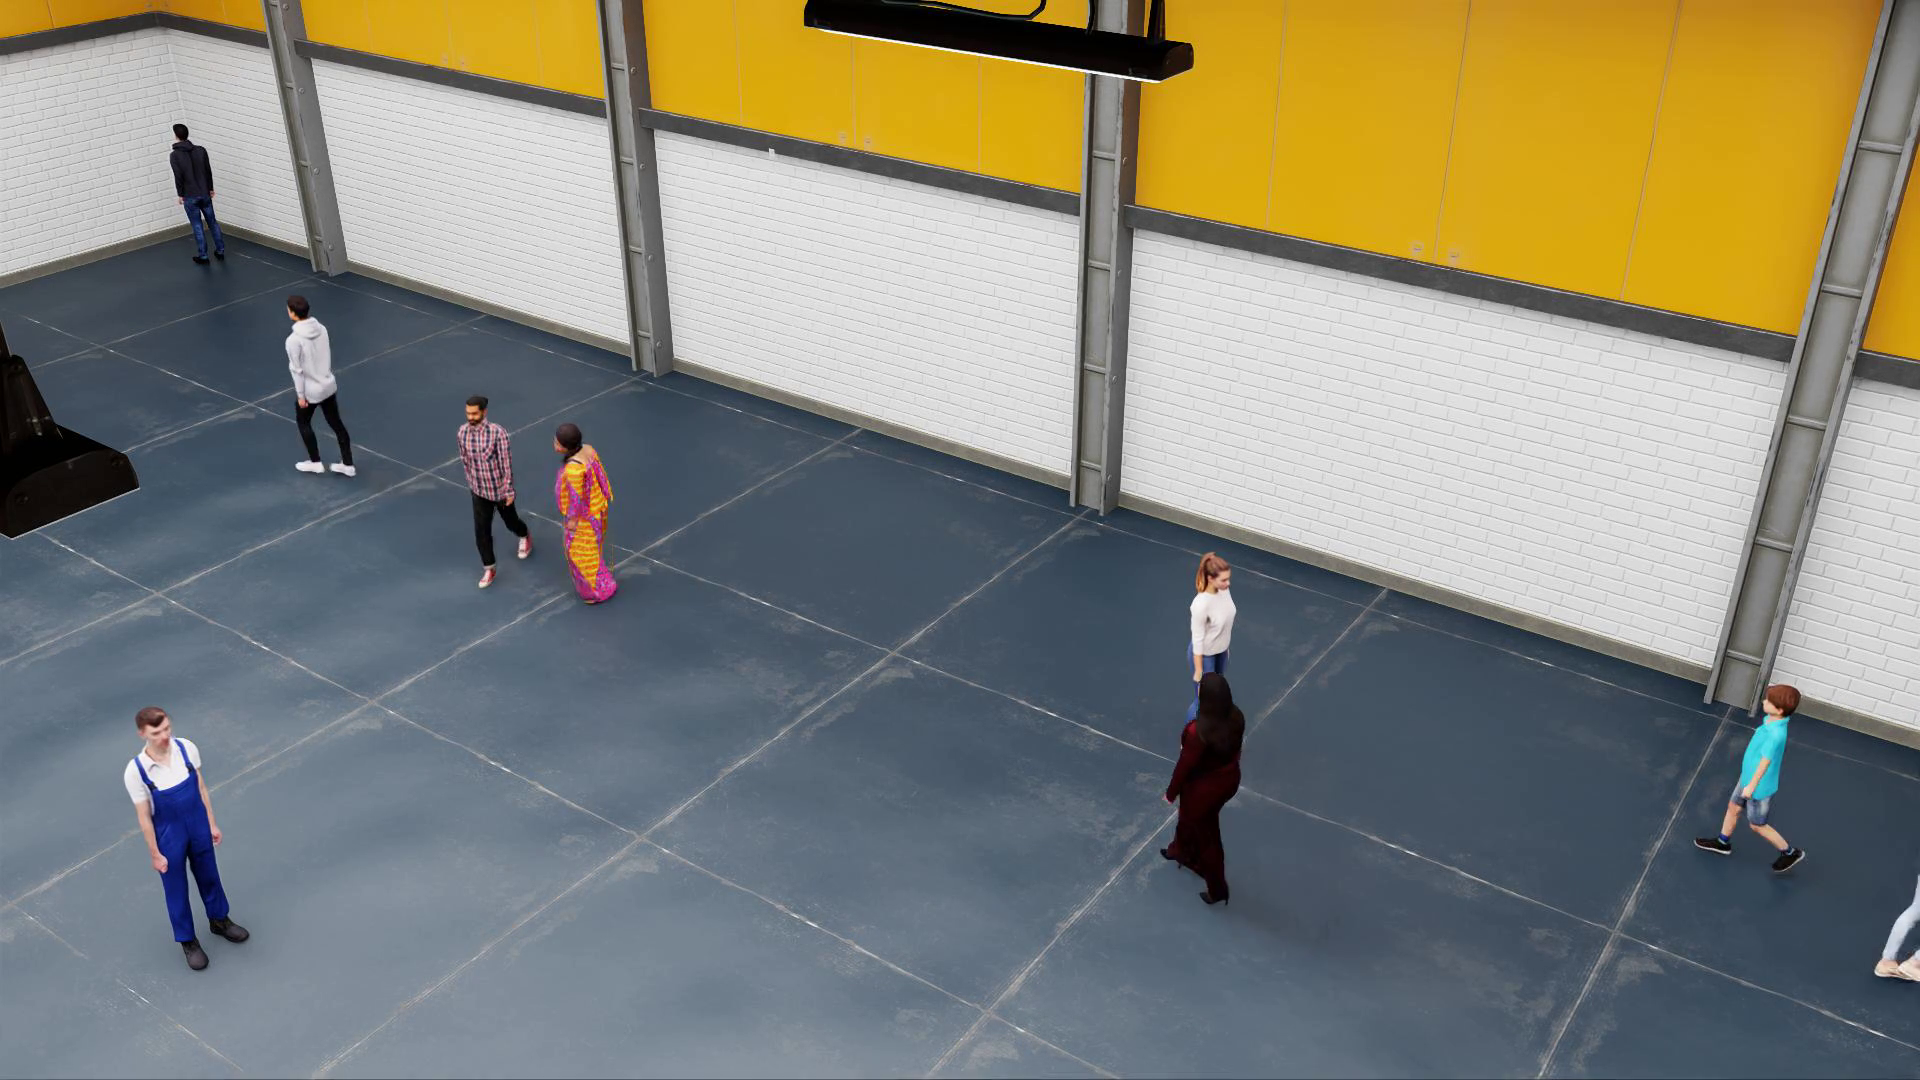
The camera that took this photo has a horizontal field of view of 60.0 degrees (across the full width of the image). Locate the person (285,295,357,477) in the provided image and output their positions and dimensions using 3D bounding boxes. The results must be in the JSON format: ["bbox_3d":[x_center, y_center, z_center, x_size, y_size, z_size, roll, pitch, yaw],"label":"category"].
[{"bbox_3d":[-6.323,-1.498,16.552,0.912,1.906,0.807,13,31,22],"label":"person"}]

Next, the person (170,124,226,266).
[{"bbox_3d":[-10.263,-4.655,22.352,0.578,1.895,0.678,21,35,33],"label":"person"}]

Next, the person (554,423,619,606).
[{"bbox_3d":[-3.325,-0.299,14.594,0.952,1.677,0.955,10,30,17],"label":"person"}]

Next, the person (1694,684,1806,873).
[{"bbox_3d":[5.515,1.636,11.303,0.947,1.432,0.664,10,30,18],"label":"person"}]

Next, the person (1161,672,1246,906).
[{"bbox_3d":[1.713,1.678,10.914,0.923,1.729,0.737,23,36,35],"label":"person"}]

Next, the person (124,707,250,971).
[{"bbox_3d":[-4.925,1.833,10.504,0.548,1.850,0.616,19,34,31],"label":"person"}]

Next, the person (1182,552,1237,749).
[{"bbox_3d":[1.848,0.859,12.422,0.520,1.725,0.617,20,34,32],"label":"person"}]

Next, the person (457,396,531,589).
[{"bbox_3d":[-4.155,-0.507,14.898,1.128,1.751,1.046,4,29,7],"label":"person"}]
